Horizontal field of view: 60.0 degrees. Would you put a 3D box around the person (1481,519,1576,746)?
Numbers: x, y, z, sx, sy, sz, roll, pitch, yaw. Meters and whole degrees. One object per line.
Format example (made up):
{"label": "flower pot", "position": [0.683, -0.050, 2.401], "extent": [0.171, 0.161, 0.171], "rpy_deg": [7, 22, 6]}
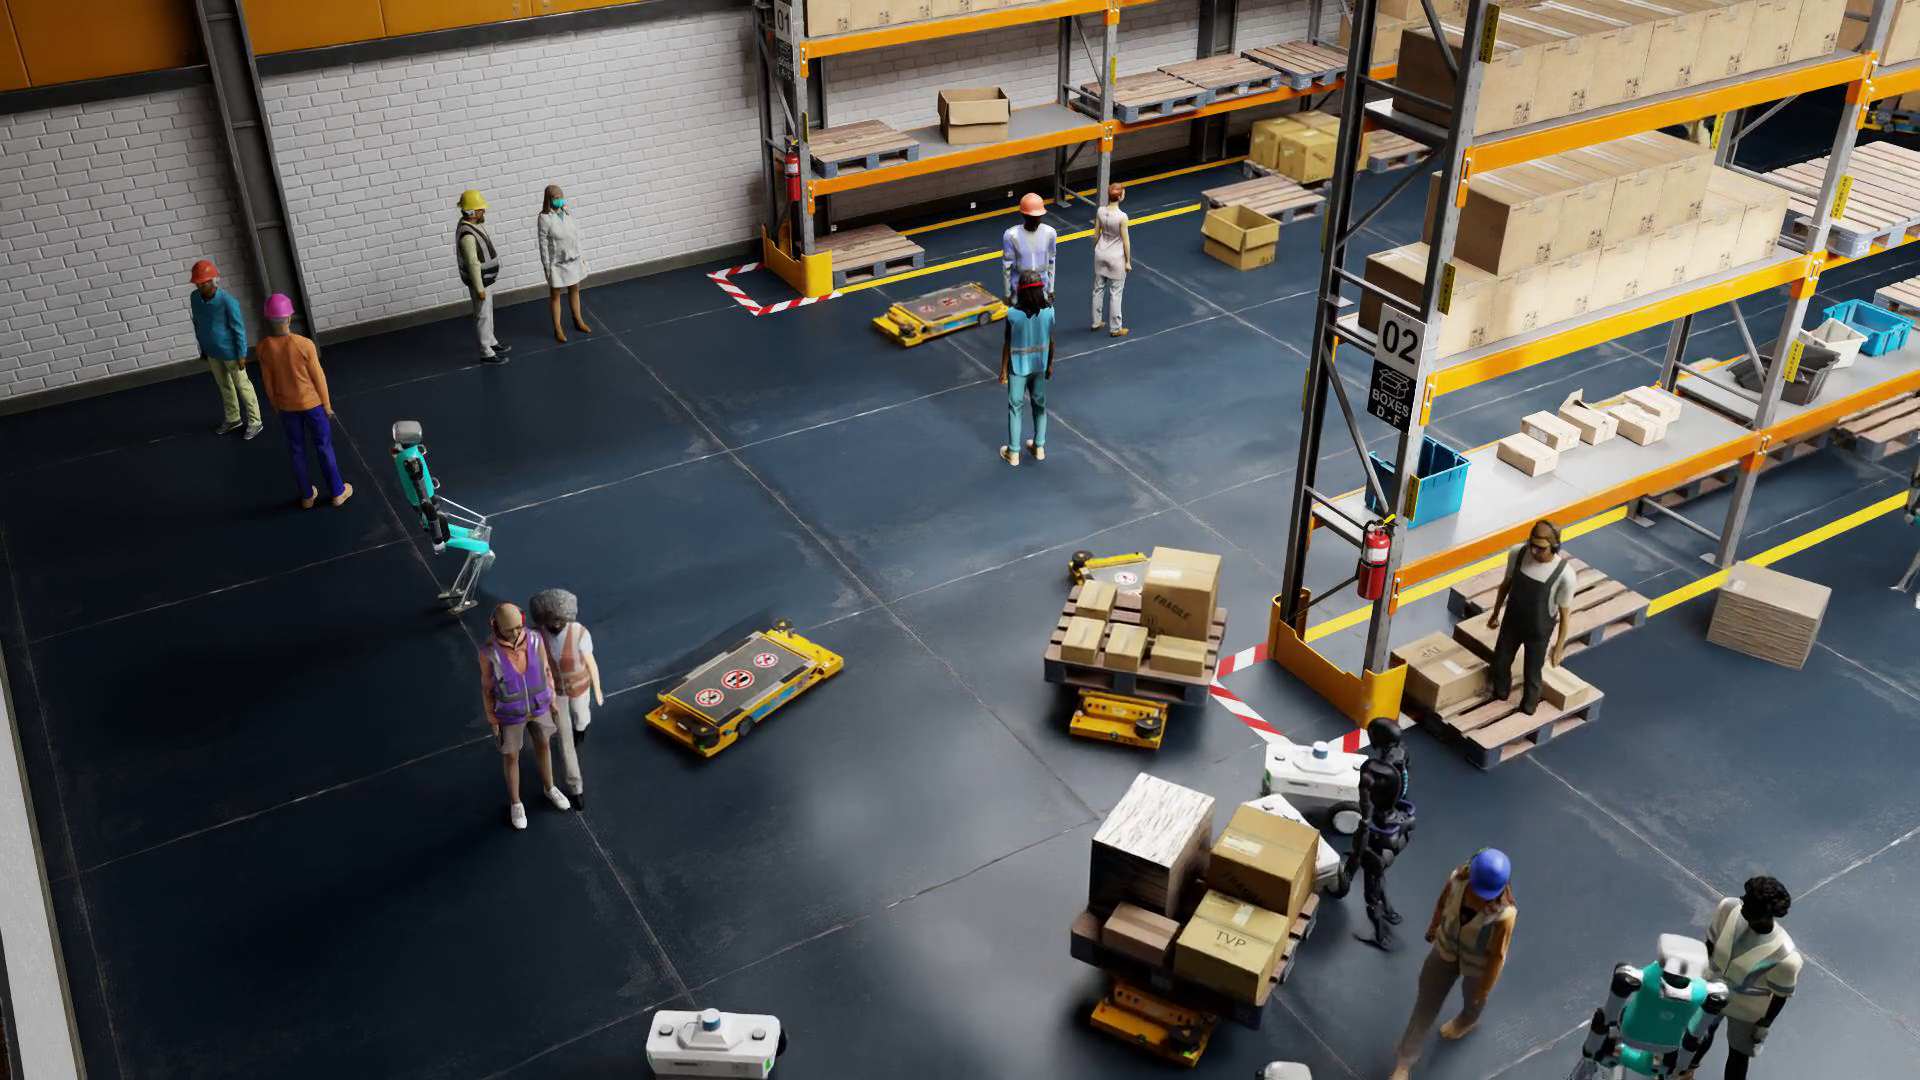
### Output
{"label": "person", "position": [3.964, 0.631, 11.607], "extent": [0.348, 1.836, 0.604], "rpy_deg": [-24, 40, -33]}

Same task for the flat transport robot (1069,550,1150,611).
{"label": "flat transport robot", "position": [1.391, 0.511, 13.269], "extent": [0.659, 0.231, 1.431], "rpy_deg": [-8, 33, -12]}

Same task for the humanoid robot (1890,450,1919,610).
{"label": "humanoid robot", "position": [7.782, -0.243, 13.119], "extent": [0.725, 1.797, 0.548], "rpy_deg": [-25, 40, -34]}

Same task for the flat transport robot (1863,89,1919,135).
{"label": "flat transport robot", "position": [13.506, -5.878, 23.458], "extent": [1.431, 0.231, 0.659], "rpy_deg": [18, 36, 27]}

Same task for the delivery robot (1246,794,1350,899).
{"label": "delivery robot", "position": [2.109, 2.000, 10.641], "extent": [0.499, 0.611, 0.815], "rpy_deg": [-14, 35, -21]}

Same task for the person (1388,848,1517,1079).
{"label": "person", "position": [2.730, 2.277, 9.084], "extent": [0.932, 1.700, 0.522], "rpy_deg": [-26, 41, -35]}

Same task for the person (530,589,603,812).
{"label": "person", "position": [-2.667, 0.931, 11.323], "extent": [0.444, 1.623, 0.911], "rpy_deg": [-7, 33, -10]}

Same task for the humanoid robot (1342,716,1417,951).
{"label": "humanoid robot", "position": [2.527, 1.759, 9.964], "extent": [0.387, 1.641, 0.611], "rpy_deg": [26, 40, 34]}

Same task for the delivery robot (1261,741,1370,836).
{"label": "delivery robot", "position": [2.427, 1.628, 11.223], "extent": [0.784, 0.599, 0.499], "rpy_deg": [6, 33, 10]}

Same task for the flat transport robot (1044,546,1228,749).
{"label": "flat transport robot", "position": [1.297, 1.018, 12.461], "extent": [0.659, 0.231, 1.431], "rpy_deg": [9, 33, 13]}

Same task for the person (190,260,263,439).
{"label": "person", "position": [-6.893, -1.785, 15.529], "extent": [0.561, 1.755, 0.320], "rpy_deg": [12, 34, 18]}

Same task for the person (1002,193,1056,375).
{"label": "person", "position": [0.689, -2.512, 16.516], "extent": [0.551, 1.942, 0.340], "rpy_deg": [-7, 33, -11]}

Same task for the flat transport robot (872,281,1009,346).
{"label": "flat transport robot", "position": [-0.179, -2.457, 18.002], "extent": [1.431, 0.231, 0.659], "rpy_deg": [-21, 38, -29]}

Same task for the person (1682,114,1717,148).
{"label": "person", "position": [9.413, -5.159, 20.842], "extent": [0.740, 1.819, 0.601], "rpy_deg": [14, 35, 21]}

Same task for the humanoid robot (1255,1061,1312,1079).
{"label": "humanoid robot", "position": [1.662, 3.096, 7.768], "extent": [0.974, 1.743, 0.549], "rpy_deg": [-4, 32, -6]}

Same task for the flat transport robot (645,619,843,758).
{"label": "flat transport robot", "position": [-1.590, 1.082, 12.359], "extent": [0.659, 0.231, 1.431], "rpy_deg": [23, 39, 32]}

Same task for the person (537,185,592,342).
{"label": "person", "position": [-4.153, -2.903, 17.400], "extent": [0.338, 1.661, 0.484], "rpy_deg": [28, 41, 37]}

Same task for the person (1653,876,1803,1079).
{"label": "person", "position": [4.126, 2.435, 8.855], "extent": [0.322, 1.694, 0.535], "rpy_deg": [-14, 35, -21]}

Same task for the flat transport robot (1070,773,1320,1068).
{"label": "flat transport robot", "position": [1.385, 2.521, 10.063], "extent": [0.659, 0.231, 1.431], "rpy_deg": [17, 36, 24]}

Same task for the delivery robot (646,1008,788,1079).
{"label": "delivery robot", "position": [-1.344, 2.858, 9.265], "extent": [0.794, 0.603, 0.499], "rpy_deg": [2, 32, 3]}

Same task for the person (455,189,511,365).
{"label": "person", "position": [-4.862, -2.670, 16.882], "extent": [0.403, 1.825, 0.589], "rpy_deg": [-5, 32, -8]}

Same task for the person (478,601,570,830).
{"label": "person", "position": [-2.884, 1.125, 10.950], "extent": [0.477, 1.691, 0.349], "rpy_deg": [-21, 38, -30]}

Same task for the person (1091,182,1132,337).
{"label": "person", "position": [1.591, -2.946, 17.470], "extent": [0.459, 1.659, 0.270], "rpy_deg": [24, 39, 33]}

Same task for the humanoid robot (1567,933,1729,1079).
{"label": "humanoid robot", "position": [3.484, 2.533, 8.662], "extent": [0.579, 1.776, 0.879], "rpy_deg": [7, 33, 11]}

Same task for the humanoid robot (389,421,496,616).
{"label": "humanoid robot", "position": [-3.935, -0.210, 12.910], "extent": [0.735, 1.677, 0.533], "rpy_deg": [-16, 35, -24]}

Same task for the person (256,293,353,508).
{"label": "person", "position": [-5.694, -1.187, 14.367], "extent": [0.507, 1.984, 0.375], "rpy_deg": [-3, 32, -5]}

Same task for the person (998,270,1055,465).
{"label": "person", "position": [0.608, -1.553, 15.068], "extent": [0.503, 1.862, 0.395], "rpy_deg": [-13, 34, -19]}
